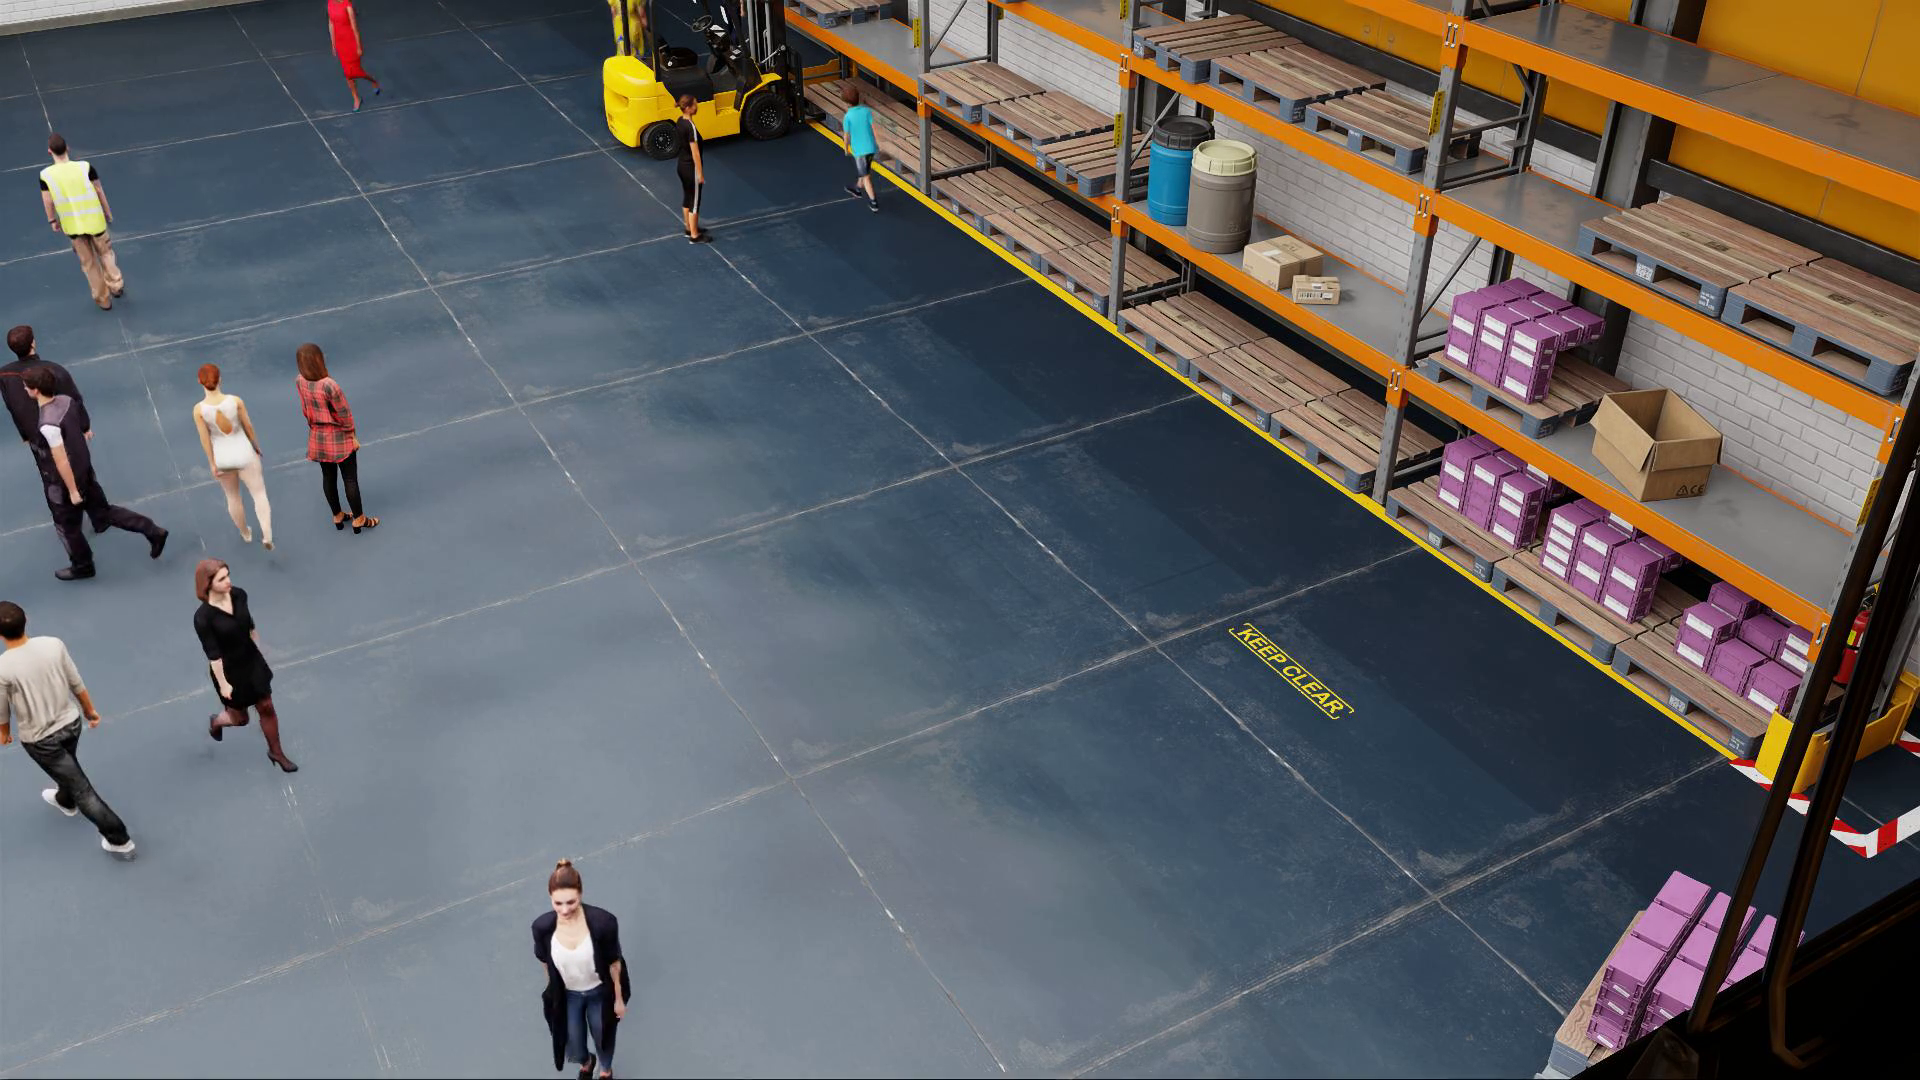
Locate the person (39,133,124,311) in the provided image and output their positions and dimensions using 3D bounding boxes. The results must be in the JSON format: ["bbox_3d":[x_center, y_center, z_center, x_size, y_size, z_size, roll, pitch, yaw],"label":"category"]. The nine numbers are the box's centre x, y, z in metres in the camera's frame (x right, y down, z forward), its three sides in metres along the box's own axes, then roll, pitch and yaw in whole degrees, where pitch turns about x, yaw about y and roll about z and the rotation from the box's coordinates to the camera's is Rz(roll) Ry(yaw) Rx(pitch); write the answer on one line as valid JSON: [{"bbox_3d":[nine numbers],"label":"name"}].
[{"bbox_3d":[-8.852,-3.187,16.827,0.744,1.832,0.768,-20,38,-27],"label":"person"}]

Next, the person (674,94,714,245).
[{"bbox_3d":[-2.986,-4.105,18.354,0.640,1.669,0.461,-16,37,-23],"label":"person"}]

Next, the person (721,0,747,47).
[{"bbox_3d":[-3.239,-7.579,23.554,0.683,1.699,0.511,-23,40,-31],"label":"person"}]

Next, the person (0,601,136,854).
[{"bbox_3d":[-5.541,1.214,10.268,1.251,1.762,1.043,17,37,23],"label":"person"}]

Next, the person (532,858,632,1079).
[{"bbox_3d":[-1.946,2.293,8.726,0.744,1.672,0.802,-3,34,-4],"label":"person"}]

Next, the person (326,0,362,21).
[{"bbox_3d":[-9.583,-8.572,25.412,0.885,1.296,0.871,14,36,20],"label":"person"}]

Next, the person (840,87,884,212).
[{"bbox_3d":[-1.074,-4.496,19.179,0.666,1.408,0.910,-18,38,-25],"label":"person"}]

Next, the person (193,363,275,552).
[{"bbox_3d":[-5.716,-0.608,13.129,0.622,1.629,0.886,-17,37,-23],"label":"person"}]

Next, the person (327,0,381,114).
[{"bbox_3d":[-8.033,-6.550,21.981,0.836,1.727,0.873,13,36,19],"label":"person"}]

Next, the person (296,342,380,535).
[{"bbox_3d":[-5.057,-0.823,13.389,0.677,1.699,0.761,13,36,19],"label":"person"}]

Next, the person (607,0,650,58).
[{"bbox_3d":[-4.477,-6.789,22.415,0.930,1.645,0.990,8,35,12],"label":"person"}]

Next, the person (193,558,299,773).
[{"bbox_3d":[-4.793,0.845,10.893,0.983,1.686,0.880,13,36,19],"label":"person"}]

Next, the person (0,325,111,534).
[{"bbox_3d":[-7.276,-0.869,13.332,0.799,1.839,0.732,-4,34,-6],"label":"person"}]

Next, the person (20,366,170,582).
[{"bbox_3d":[-6.714,-0.500,12.794,0.979,1.820,1.137,-5,34,-7],"label":"person"}]
